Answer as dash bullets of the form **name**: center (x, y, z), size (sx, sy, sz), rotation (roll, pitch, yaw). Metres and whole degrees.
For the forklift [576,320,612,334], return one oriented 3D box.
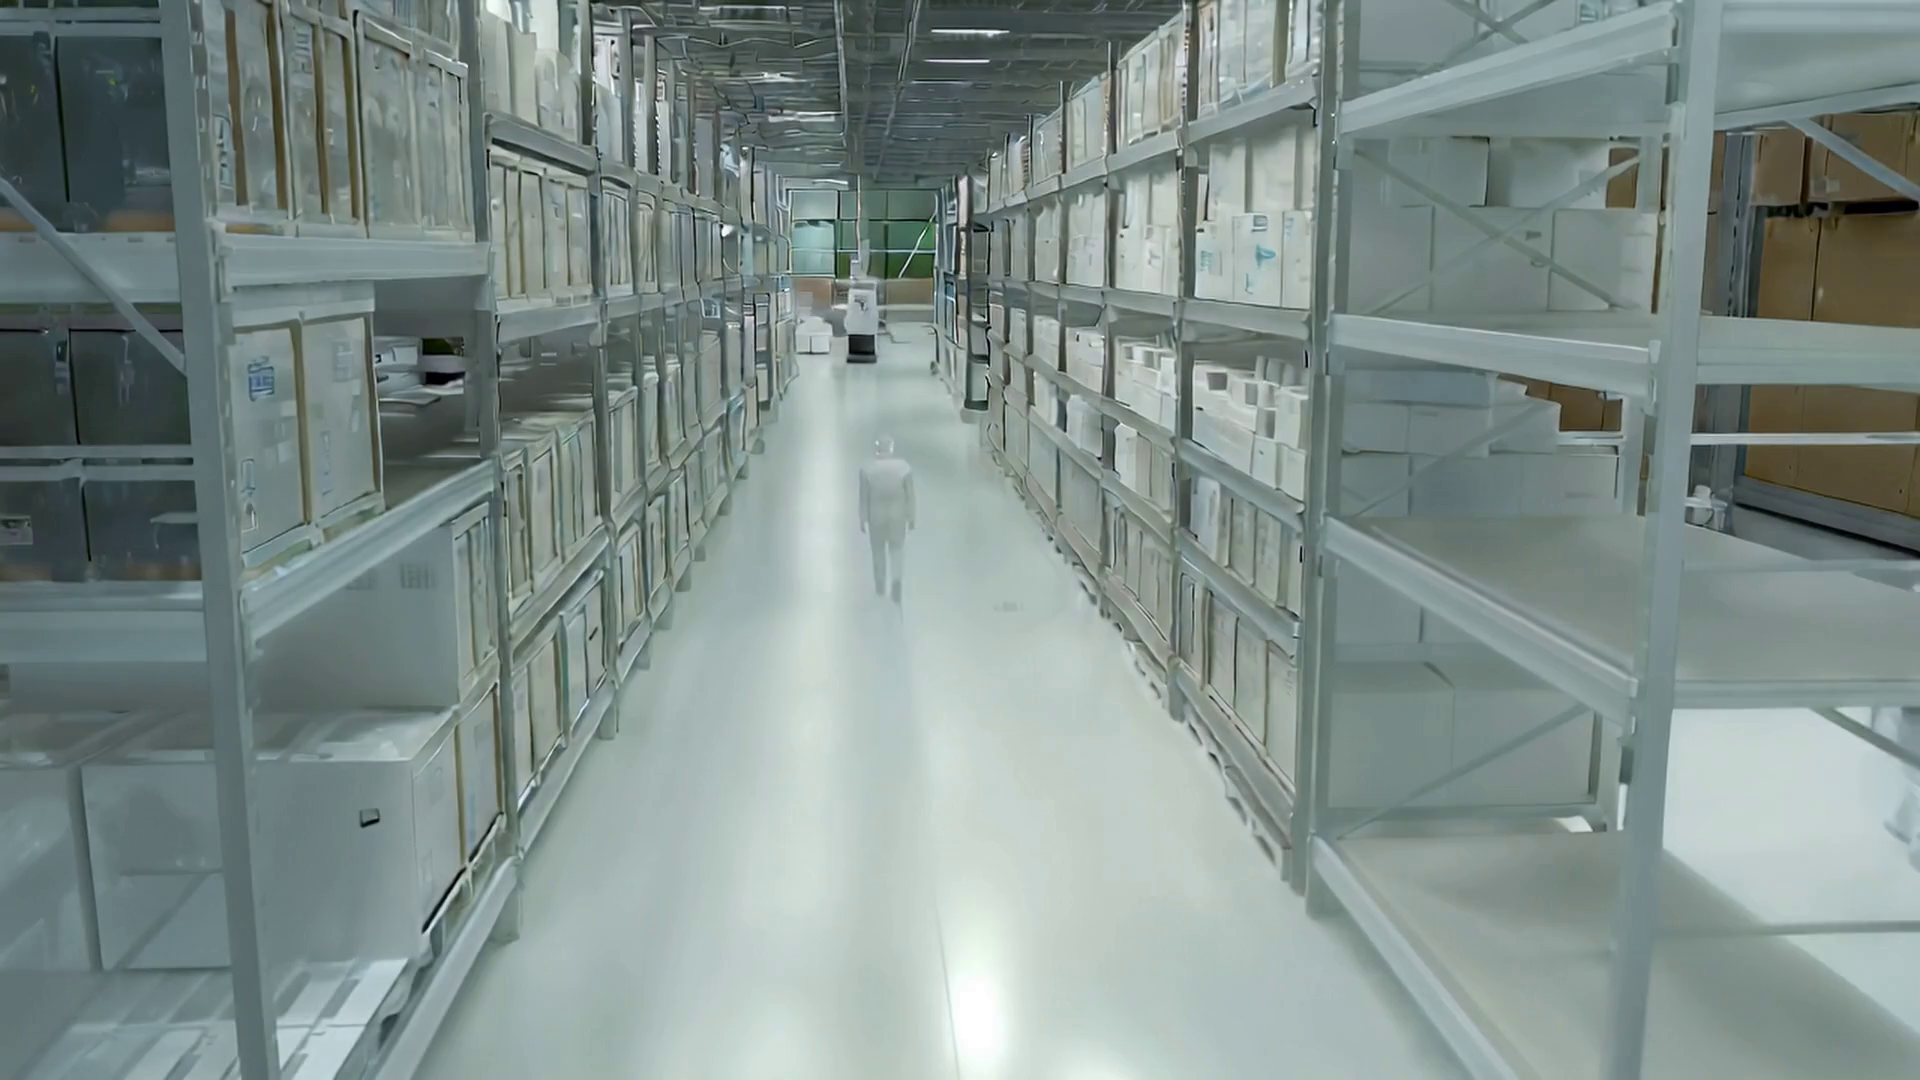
- **forklift**: center (-9.152, -4.549, 41.639), size (1.129, 2.768, 1.873), rotation (-1, 10, -4)

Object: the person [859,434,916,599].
- **person**: center (-0.829, -0.277, 19.113), size (0.657, 1.882, 0.871), rotation (-1, 10, -6)

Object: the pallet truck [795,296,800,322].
- **pallet truck**: center (-8.622, -12.439, 91.403), size (1.885, 1.965, 0.823), rotation (2, 10, 13)

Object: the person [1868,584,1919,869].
- **person**: center (6.205, 1.178, 10.707), size (0.576, 1.793, 0.996), rotation (1, 10, 5)

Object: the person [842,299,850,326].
- **person**: center (-6.089, -11.904, 88.529), size (0.982, 1.898, 0.630), rotation (-7, 12, -37)

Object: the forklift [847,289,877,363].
- **forklift**: center (-3.719, -8.132, 63.046), size (1.129, 2.768, 1.873), rotation (-1, 10, -4)
